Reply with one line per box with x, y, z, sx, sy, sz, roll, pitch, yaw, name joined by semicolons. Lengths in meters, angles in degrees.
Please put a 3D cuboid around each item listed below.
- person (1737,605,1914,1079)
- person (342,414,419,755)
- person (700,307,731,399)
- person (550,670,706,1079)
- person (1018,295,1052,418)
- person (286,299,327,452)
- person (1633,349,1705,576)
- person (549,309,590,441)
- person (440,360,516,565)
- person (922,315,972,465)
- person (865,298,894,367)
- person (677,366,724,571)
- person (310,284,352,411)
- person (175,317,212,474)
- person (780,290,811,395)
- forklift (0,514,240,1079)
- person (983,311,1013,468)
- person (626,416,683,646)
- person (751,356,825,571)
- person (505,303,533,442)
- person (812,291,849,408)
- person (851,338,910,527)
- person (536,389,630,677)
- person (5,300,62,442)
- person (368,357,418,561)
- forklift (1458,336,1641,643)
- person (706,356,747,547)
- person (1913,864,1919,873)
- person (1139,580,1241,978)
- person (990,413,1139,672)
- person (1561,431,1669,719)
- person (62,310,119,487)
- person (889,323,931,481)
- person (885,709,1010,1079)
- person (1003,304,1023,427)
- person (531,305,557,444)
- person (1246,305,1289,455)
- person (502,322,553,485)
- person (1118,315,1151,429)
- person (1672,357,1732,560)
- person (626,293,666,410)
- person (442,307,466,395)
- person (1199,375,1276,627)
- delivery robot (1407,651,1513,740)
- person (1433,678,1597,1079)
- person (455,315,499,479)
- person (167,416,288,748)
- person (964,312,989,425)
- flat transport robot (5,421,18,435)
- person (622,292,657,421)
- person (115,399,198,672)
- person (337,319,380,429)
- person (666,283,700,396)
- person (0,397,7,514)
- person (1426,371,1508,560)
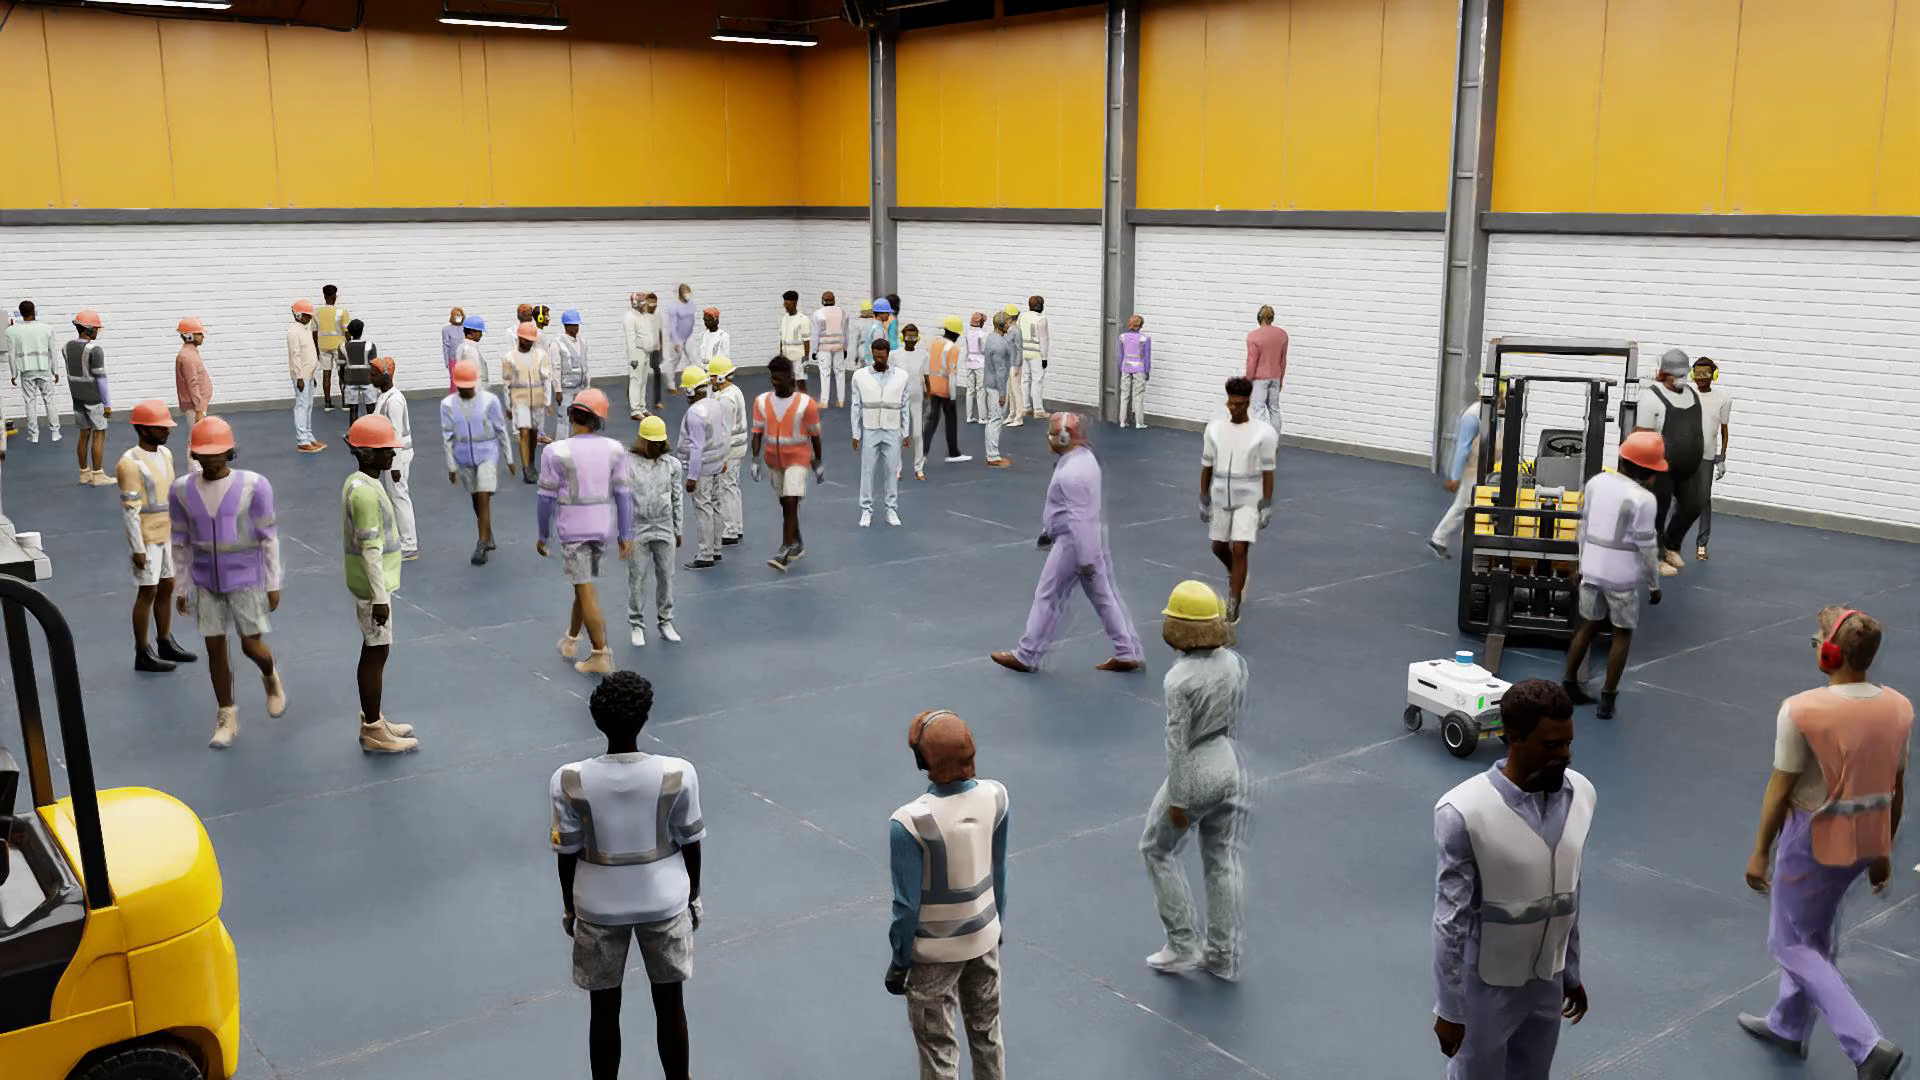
3.259;1.155;6.181;0.575;1.828;0.740;-5;13;-21;person
-3.477;0.260;9.976;0.392;2.041;0.615;-5;13;-21;person
-3.222;-2.118;21.872;0.361;1.878;0.583;-10;16;-41;person
-1.157;1.286;5.862;0.535;1.697;0.318;-2;12;-10;person
1.129;-2.758;25.037;0.430;1.845;0.624;-8;14;-32;person
-8.554;-2.145;21.727;0.388;1.987;0.608;-1;12;-7;person
6.212;-0.685;14.543;0.702;2.000;0.539;-4;13;-21;person
-4.758;-1.857;20.429;0.389;1.949;0.603;7;14;30;person
-4.428;-0.749;15.328;0.622;1.855;1.026;0;12;-2;person
-0.218;-1.863;20.655;0.754;1.869;0.713;-9;15;-37;person
-1.089;-2.298;22.559;0.404;1.945;0.616;-2;12;-9;person
-2.315;-0.637;14.838;0.404;1.825;0.587;2;12;12;person
-9.737;-2.987;25.839;0.616;1.964;0.361;0;12;0;person
-8.477;-1.476;18.474;0.375;1.995;0.611;-6;13;-26;person
-2.439;-2.690;24.437;0.609;1.957;0.378;11;16;42;person
-3.687;1.115;5.480;2.313;2.155;1.214;-9;15;-36;forklift
0.467;-1.851;20.460;0.368;1.932;0.622;-2;12;-8;person
-2.273;-0.065;12.326;0.485;1.729;0.375;-5;13;-25;person
-1.574;-0.698;14.930;0.603;1.906;0.974;4;12;19;person
-5.916;-2.279;22.655;0.354;1.876;0.573;10;15;40;person
-2.050;-2.993;26.191;0.621;1.838;0.429;-6;13;-26;person
-0.802;-1.090;16.812;0.594;1.910;0.384;-2;12;-10;person
-2.692;-0.062;11.675;0.866;1.983;0.604;11;16;44;person
-12.561;-2.284;22.574;0.587;1.915;0.397;-7;14;-31;person
-5.184;-0.738;15.213;0.351;1.878;0.568;-5;13;-24;person
4.683;-0.471;13.136;1.214;2.155;2.313;4;12;20;forklift
-2.229;-0.843;15.861;0.403;1.817;0.601;0;12;-1;person
4.849;0.870;7.844;0.344;1.717;0.578;2;12;10;person
1.001;1.022;7.077;0.493;1.726;0.482;-10;15;-39;person
0.776;0.032;11.562;1.027;1.849;0.641;4;12;18;person
4.151;0.223;10.568;0.390;1.882;0.611;-5;13;-23;person
-9.970;-1.622;19.103;0.617;2.030;0.409;6;13;26;person
-0.591;-1.605;19.442;0.514;1.861;0.340;-1;12;-6;person
-0.037;1.369;5.603;0.520;1.636;0.312;-11;16;-42;person
0.743;-2.525;24.099;0.316;1.767;0.535;-4;12;-17;person
-5.651;-2.228;22.449;0.323;1.857;0.515;-4;12;-17;person
3.914;-2.046;21.361;0.627;1.941;0.372;-6;13;-26;person
-5.094;-1.636;19.560;0.534;1.886;0.964;-6;13;-28;person
2.494;-2.405;23.849;0.508;1.631;0.312;7;14;30;person
6.773;-0.752;15.283;0.515;1.872;0.328;7;14;32;person
-4.914;-2.962;26.072;0.517;1.844;0.703;-11;16;-42;person
-7.700;-2.768;25.615;0.492;1.625;0.282;-7;13;-29;person
2.193;-0.341;13.125;0.614;1.939;0.812;7;14;31;person
3.068;0.922;10.164;0.477;0.478;0.707;-5;13;-24;delivery robot
1.668;1.339;5.072;0.596;1.915;0.380;-6;13;-29;person
-5.703;-1.667;19.537;0.398;1.939;0.602;-7;14;-30;person
-4.446;0.238;10.121;0.627;2.029;0.579;0;12;-2;person
0.263;-2.505;24.313;0.308;1.639;0.511;-11;16;-43;person
-13.840;-1.515;22.849;1.431;0.197;0.652;0;12;2;flat transport robot
-4.763;-2.741;24.801;0.410;1.909;0.642;2;12;8;person
-5.629;-0.030;11.675;0.409;1.928;0.544;1;12;4;person
-7.990;-2.089;22.155;0.530;1.697;0.321;-1;12;-7;person
-4.539;-3.301;27.567;1.036;1.876;0.644;9;14;36;person
-9.785;-0.951;16.599;0.503;1.722;0.614;-5;13;-22;person
4.629;-0.638;14.974;0.950;1.779;0.632;9;15;38;person
